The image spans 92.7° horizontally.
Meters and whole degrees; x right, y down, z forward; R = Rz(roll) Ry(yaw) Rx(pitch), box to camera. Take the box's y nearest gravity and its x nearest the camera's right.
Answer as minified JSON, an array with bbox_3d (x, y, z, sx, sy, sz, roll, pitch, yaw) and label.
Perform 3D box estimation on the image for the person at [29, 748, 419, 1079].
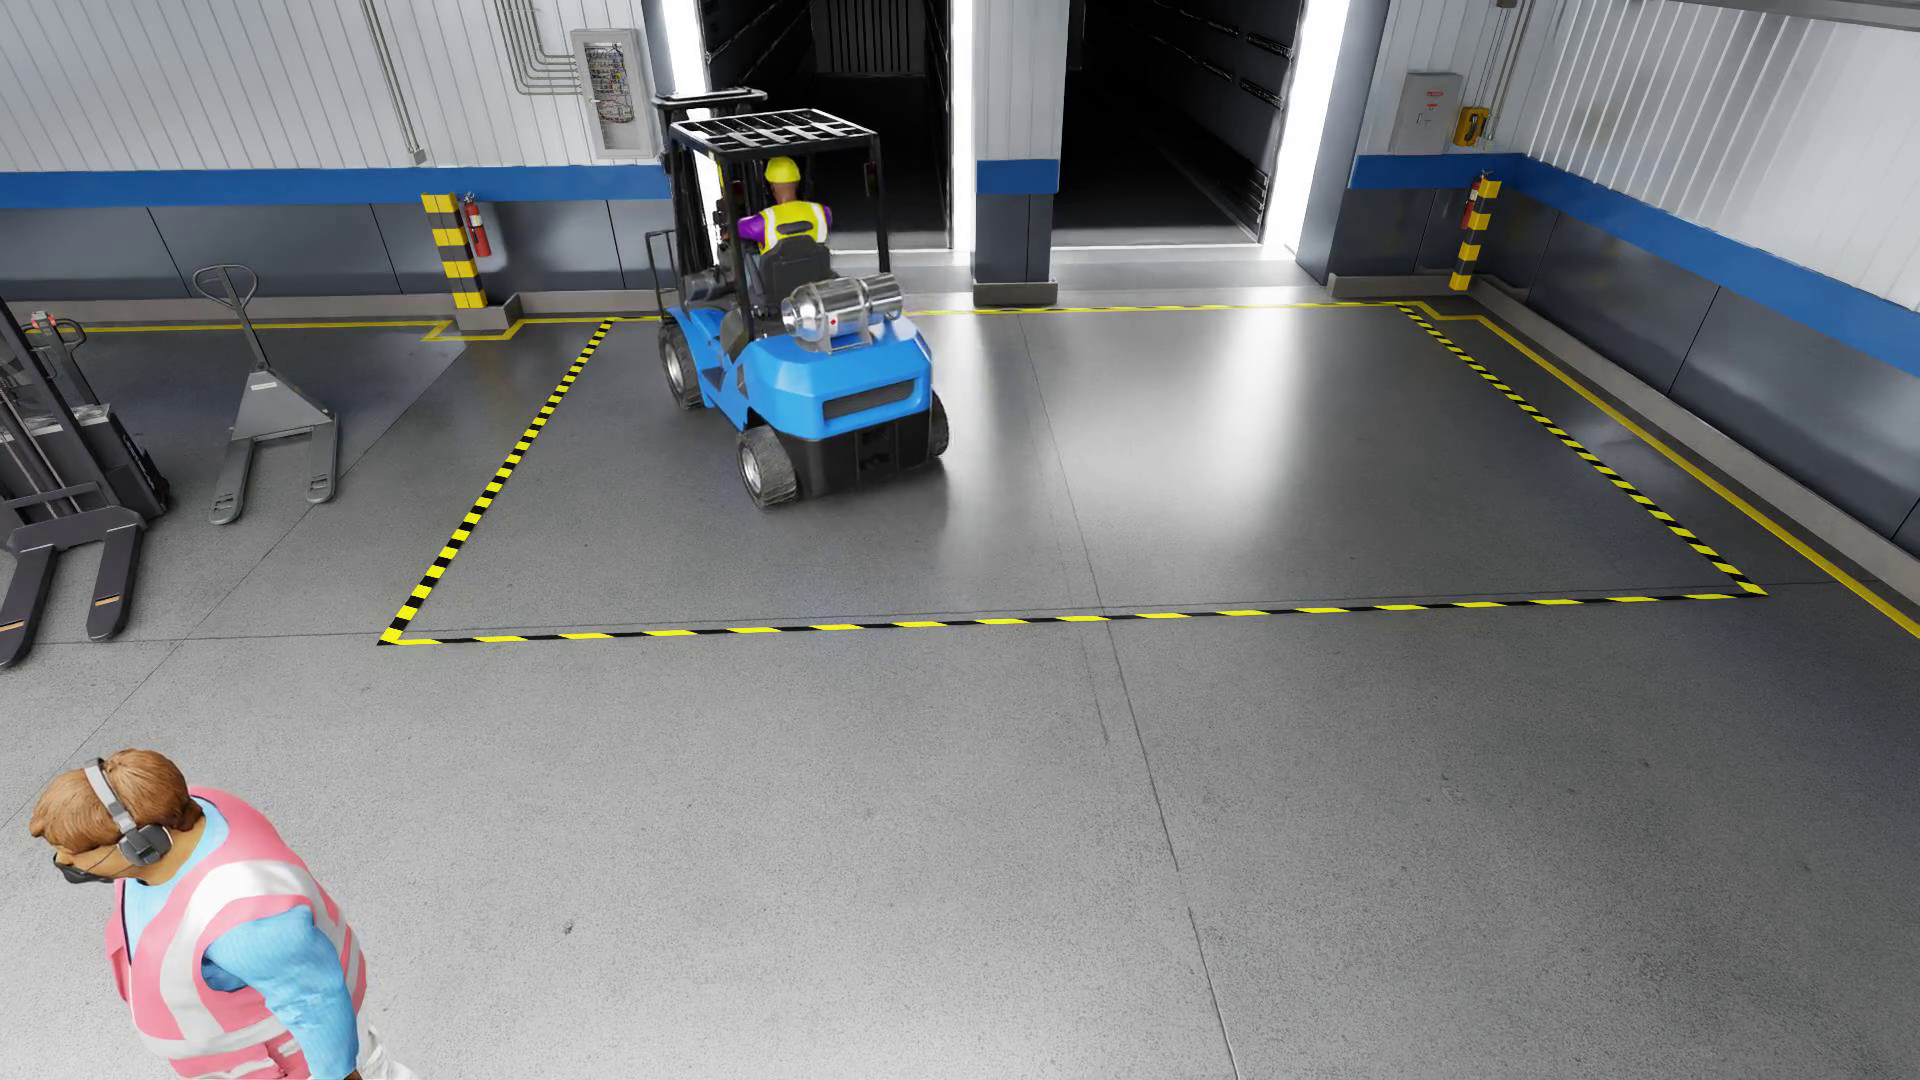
[{"bbox_3d":[-1.760,1.221,2.370,0.632,1.842,0.429,22,41,29],"label":"person"}]

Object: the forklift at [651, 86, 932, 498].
[{"bbox_3d":[-1.228,-1.802,6.269,1.157,2.036,2.680,-19,39,-26],"label":"forklift"}]

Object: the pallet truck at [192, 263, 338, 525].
[{"bbox_3d":[-4.778,-1.027,6.128,0.680,1.201,1.601,-17,38,-23],"label":"pallet truck"}]

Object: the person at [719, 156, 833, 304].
[{"bbox_3d":[-1.253,-1.987,6.207,0.635,1.294,1.004,-19,39,-26],"label":"person"}]

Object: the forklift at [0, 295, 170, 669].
[{"bbox_3d":[-5.212,-0.618,4.878,0.823,1.965,1.885,-20,39,-26],"label":"forklift"}]
